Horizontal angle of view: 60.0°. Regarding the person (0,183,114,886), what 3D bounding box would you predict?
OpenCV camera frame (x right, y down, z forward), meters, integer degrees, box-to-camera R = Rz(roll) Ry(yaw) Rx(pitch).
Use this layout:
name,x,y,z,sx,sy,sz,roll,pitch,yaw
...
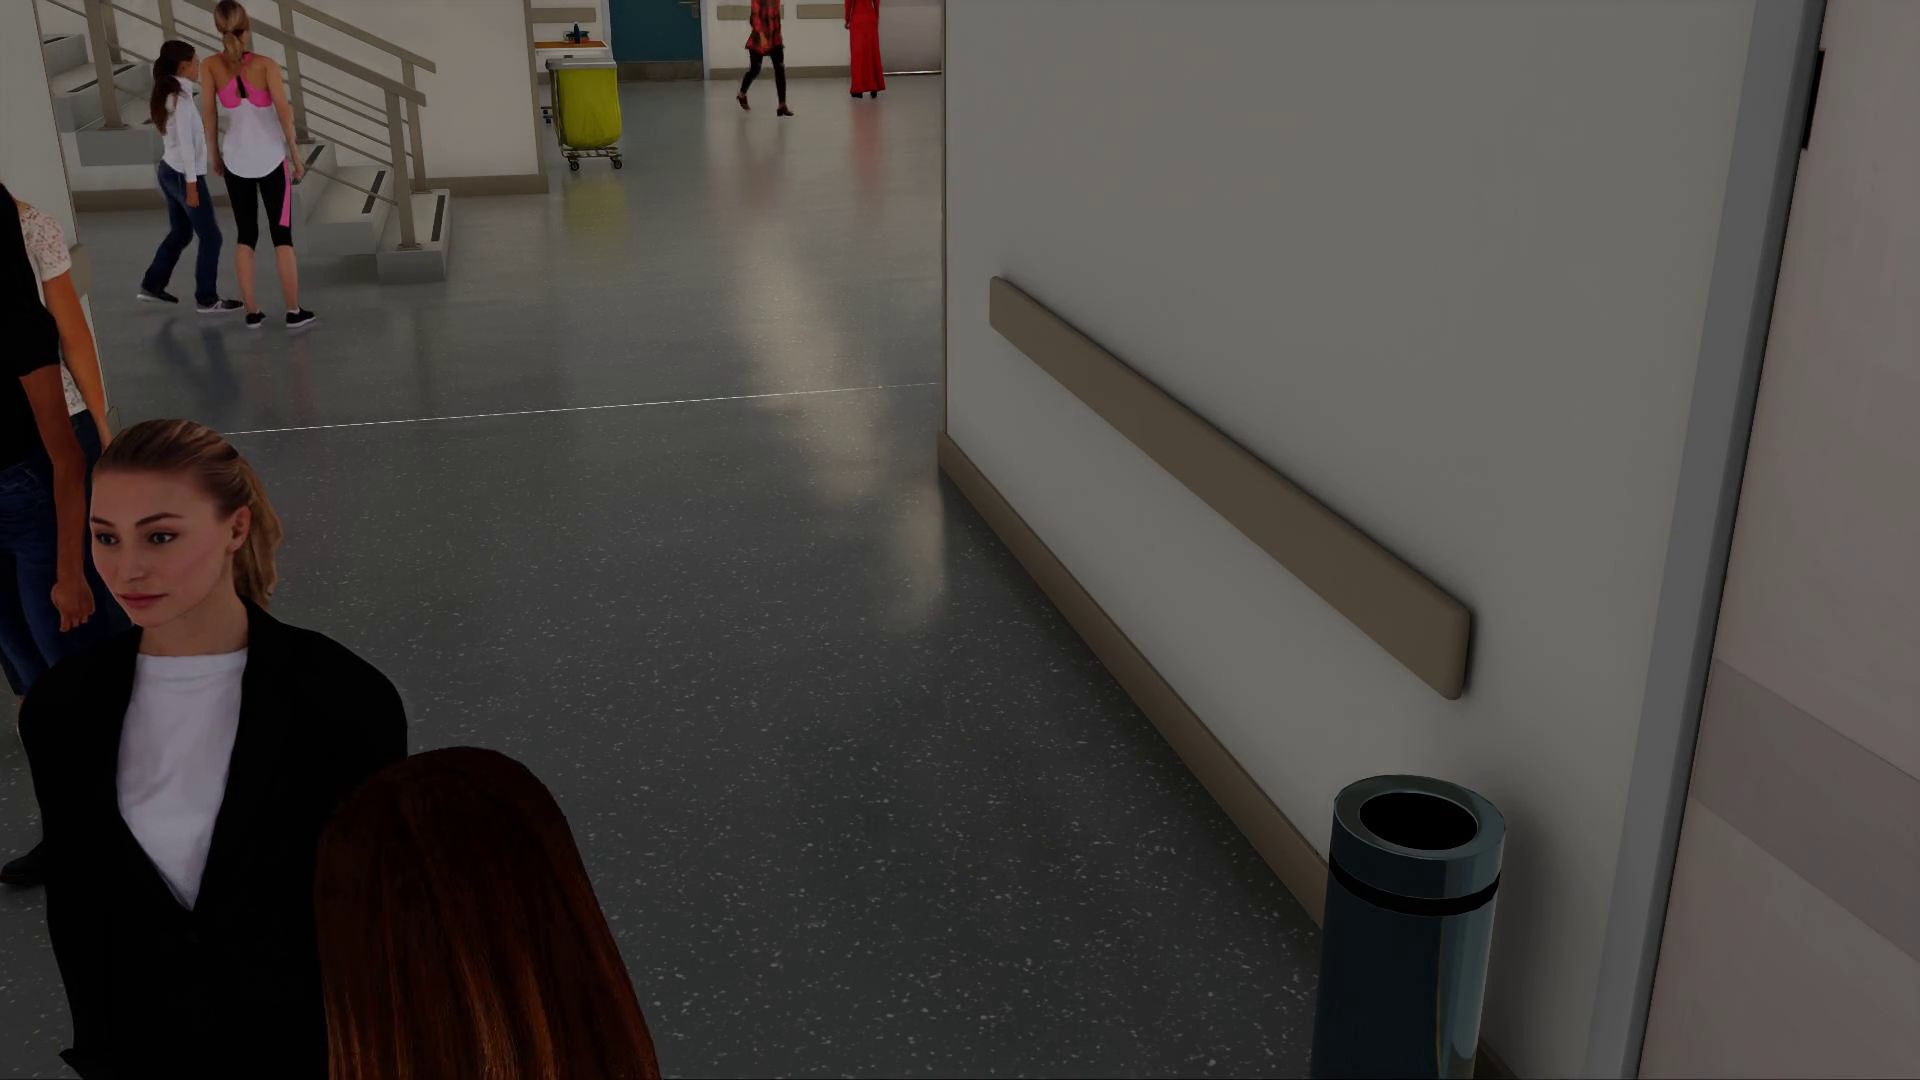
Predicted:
name,x,y,z,sx,sy,sz,roll,pitch,yaw
person,-2.092,0.021,3.779,0.661,1.739,0.710,14,25,32

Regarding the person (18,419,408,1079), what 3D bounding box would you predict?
name,x,y,z,sx,sy,sz,roll,pitch,yaw
person,-0.875,0.664,2.125,0.531,1.707,0.713,-2,21,-5

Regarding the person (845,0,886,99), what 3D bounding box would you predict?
name,x,y,z,sx,sy,sz,roll,pitch,yaw
person,-1.219,-6.465,20.837,0.585,1.785,0.714,-8,22,-21

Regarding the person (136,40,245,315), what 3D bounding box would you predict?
name,x,y,z,sx,sy,sz,roll,pitch,yaw
person,-4.511,-2.062,9.583,0.857,1.522,0.754,-9,22,-22

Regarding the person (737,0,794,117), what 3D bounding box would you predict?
name,x,y,z,sx,sy,sz,roll,pitch,yaw
person,-2.266,-5.657,18.866,1.037,1.671,1.104,18,27,39

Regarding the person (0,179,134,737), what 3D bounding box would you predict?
name,x,y,z,sx,sy,sz,roll,pitch,yaw
person,-2.525,-0.278,4.468,0.469,1.809,0.681,-8,22,-19

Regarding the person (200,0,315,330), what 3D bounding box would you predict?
name,x,y,z,sx,sy,sz,roll,pitch,yaw
person,-3.918,-2.064,9.223,0.565,1.780,0.747,-2,21,-4
